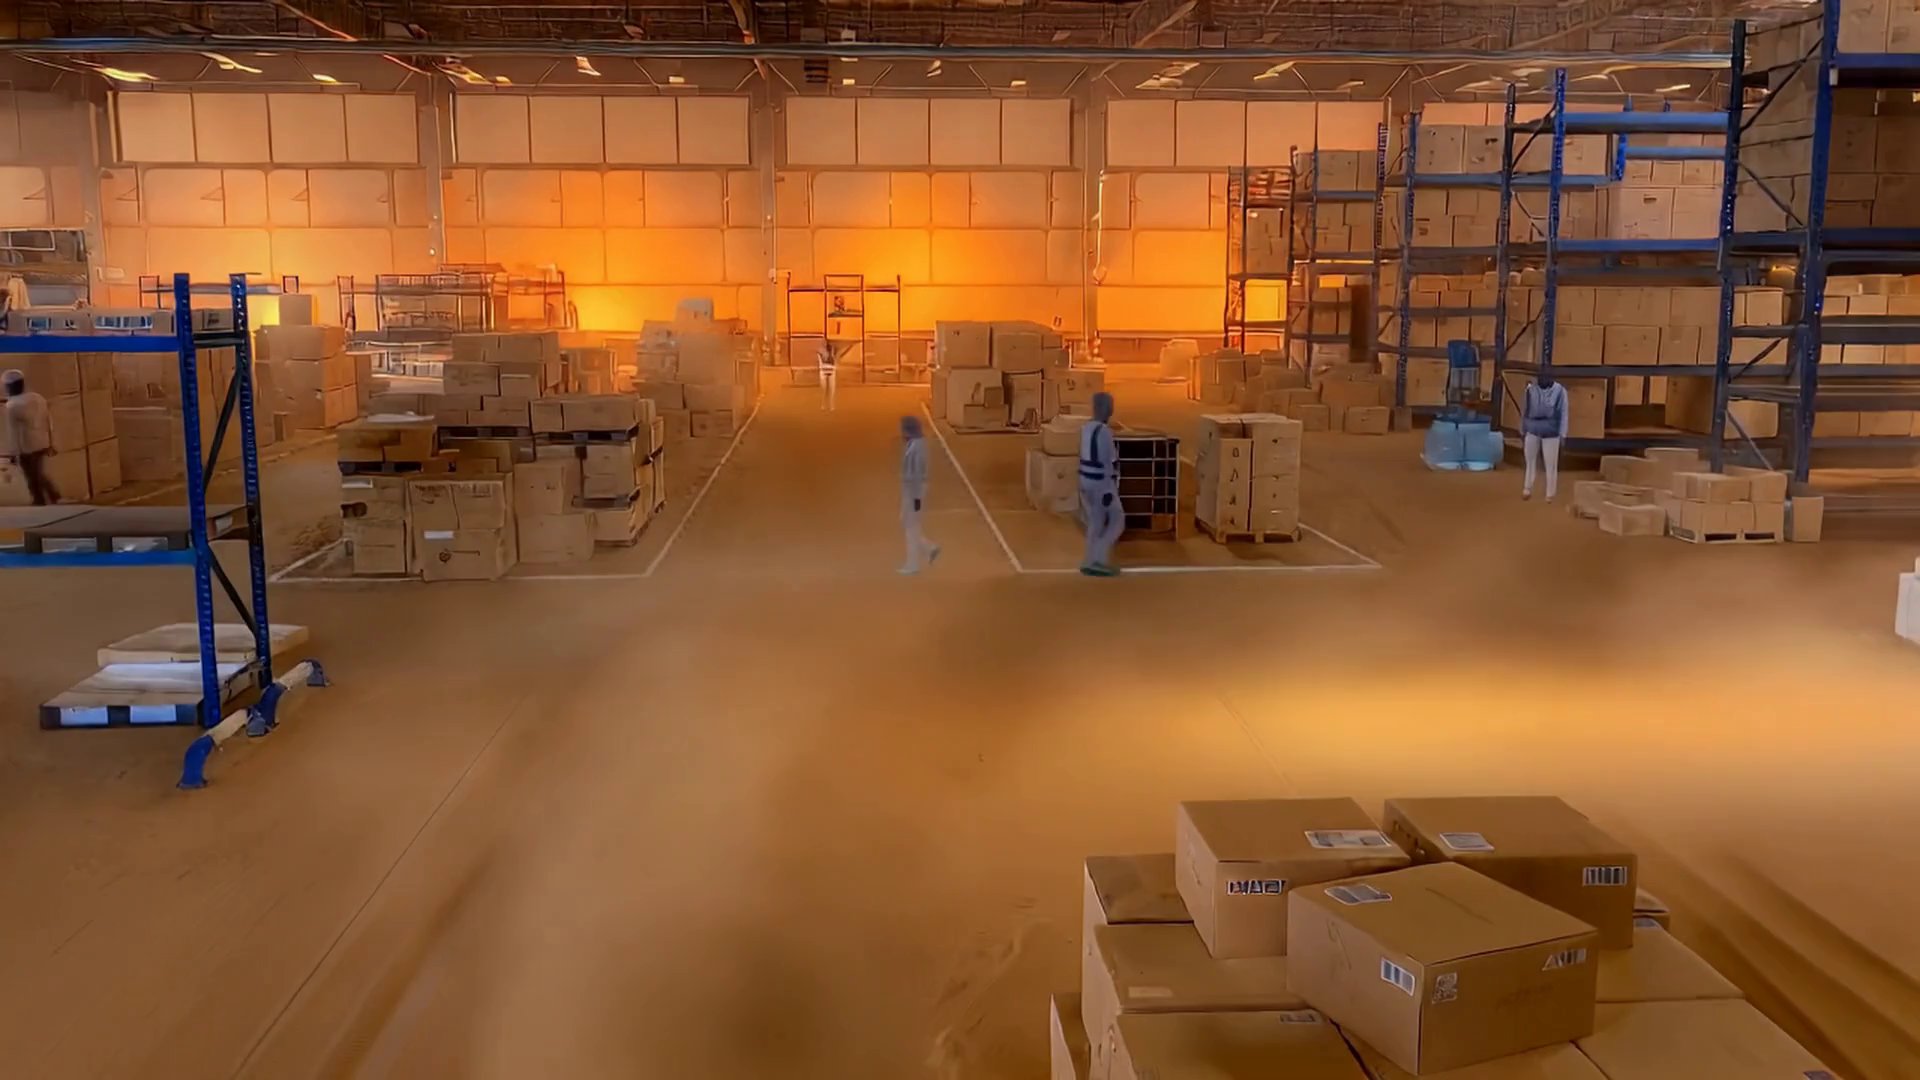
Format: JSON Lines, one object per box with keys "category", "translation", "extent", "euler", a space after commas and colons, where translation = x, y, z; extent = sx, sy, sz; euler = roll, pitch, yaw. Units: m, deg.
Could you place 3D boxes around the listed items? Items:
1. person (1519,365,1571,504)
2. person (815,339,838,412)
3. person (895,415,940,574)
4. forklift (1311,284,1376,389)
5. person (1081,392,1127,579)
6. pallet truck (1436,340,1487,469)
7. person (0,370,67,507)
{"category": "person", "translation": [7.747, -1.401, 22.076], "extent": [0.624, 1.844, 0.430], "euler": [6, 11, 31]}
{"category": "person", "translation": [-2.959, -3.662, 36.933], "extent": [0.526, 1.623, 0.531], "euler": [-3, 9, -16]}
{"category": "person", "translation": [-0.447, -0.463, 16.845], "extent": [0.406, 1.623, 0.543], "euler": [-2, 9, -15]}
{"category": "forklift", "translation": [8.602, -4.096, 35.749], "extent": [1.873, 2.768, 1.129], "euler": [-1, 9, -4]}
{"category": "person", "translation": [1.436, -0.529, 16.521], "extent": [0.537, 1.864, 0.597], "euler": [-3, 9, -17]}
{"category": "pallet truck", "translation": [8.004, -2.170, 26.422], "extent": [0.823, 1.965, 1.885], "euler": [2, 9, 14]}
{"category": "person", "translation": [-11.346, -1.142, 20.308], "extent": [0.502, 1.882, 0.679], "euler": [2, 9, 11]}
